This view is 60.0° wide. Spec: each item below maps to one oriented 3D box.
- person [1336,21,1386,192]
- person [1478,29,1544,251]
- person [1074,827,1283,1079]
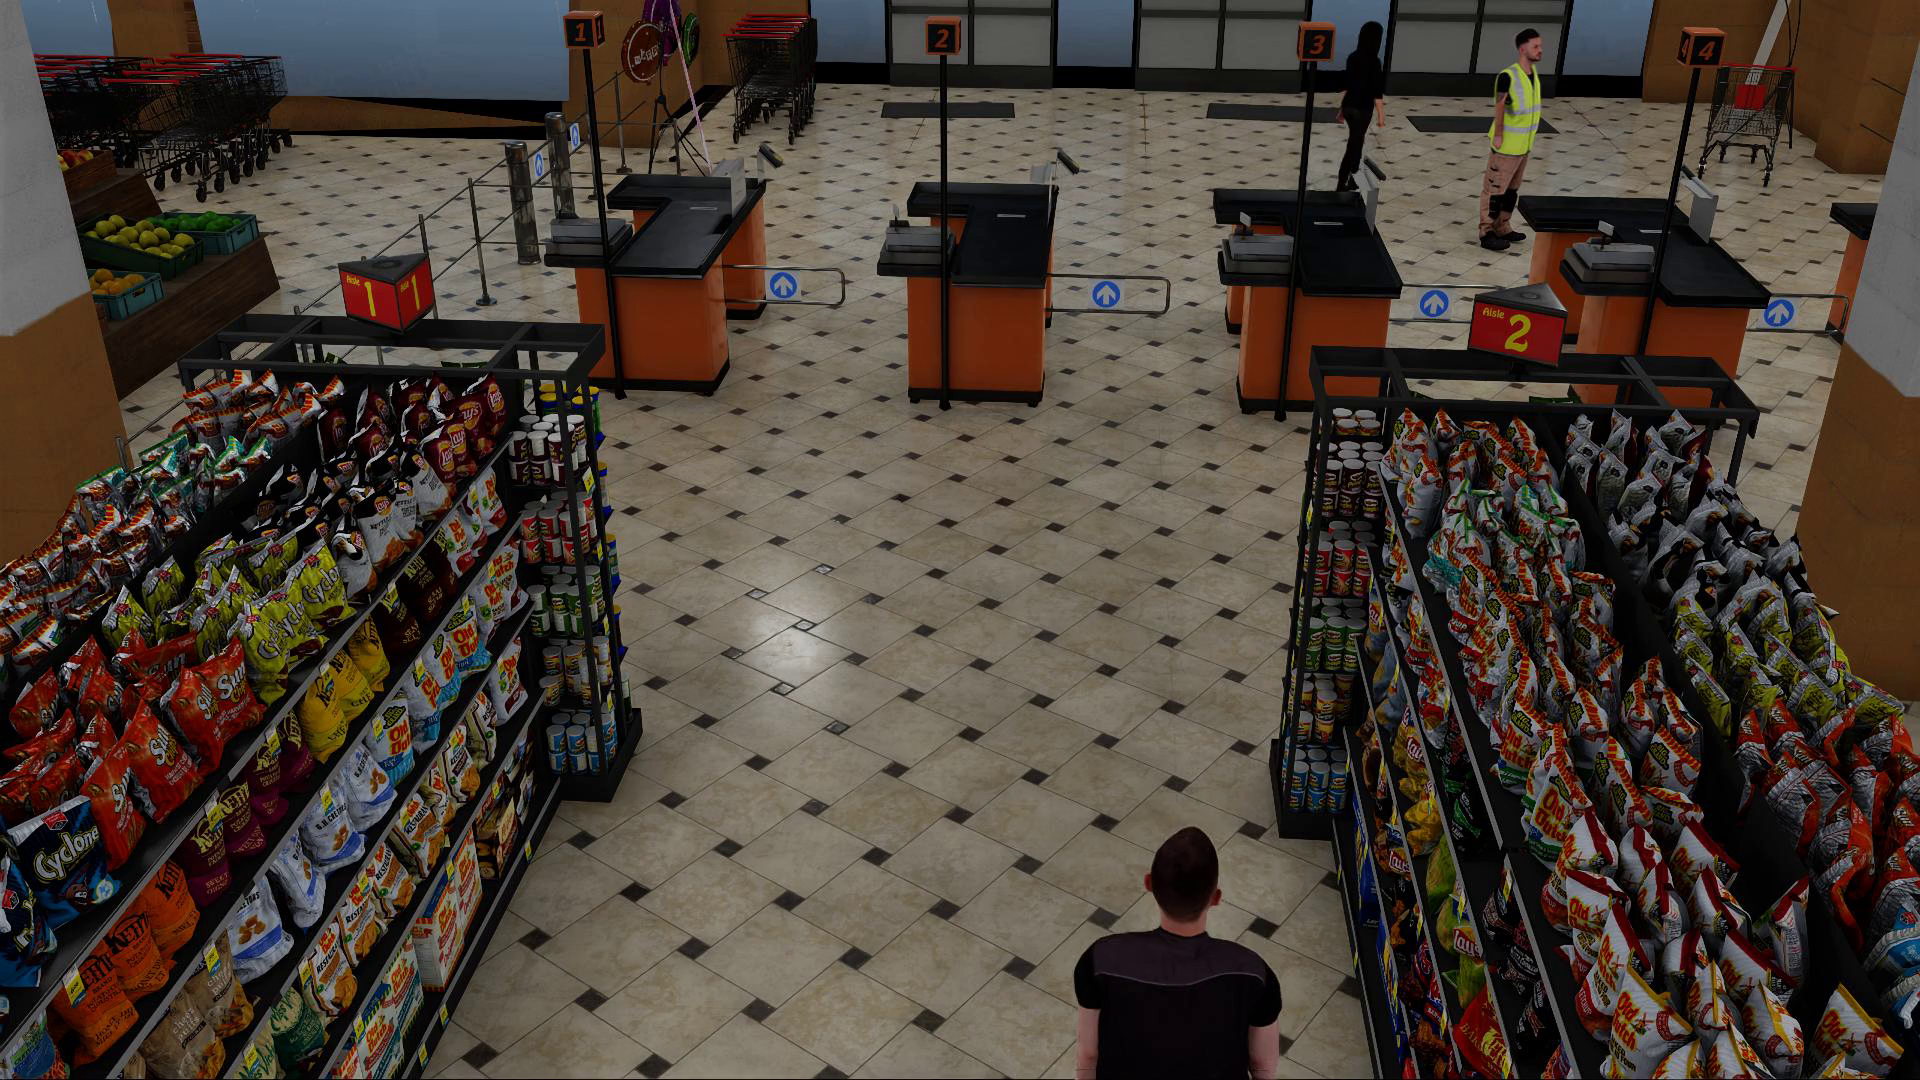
[{"bbox_3d":[3.657,-3.983,15.537,0.853,1.620,0.800,-17,31,-29],"label":"person"},{"bbox_3d":[4.718,-3.423,14.185,0.909,1.845,0.836,23,35,37],"label":"person"},{"bbox_3d":[0.541,1.606,4.330,0.815,1.789,1.179,6,28,12],"label":"person"}]
